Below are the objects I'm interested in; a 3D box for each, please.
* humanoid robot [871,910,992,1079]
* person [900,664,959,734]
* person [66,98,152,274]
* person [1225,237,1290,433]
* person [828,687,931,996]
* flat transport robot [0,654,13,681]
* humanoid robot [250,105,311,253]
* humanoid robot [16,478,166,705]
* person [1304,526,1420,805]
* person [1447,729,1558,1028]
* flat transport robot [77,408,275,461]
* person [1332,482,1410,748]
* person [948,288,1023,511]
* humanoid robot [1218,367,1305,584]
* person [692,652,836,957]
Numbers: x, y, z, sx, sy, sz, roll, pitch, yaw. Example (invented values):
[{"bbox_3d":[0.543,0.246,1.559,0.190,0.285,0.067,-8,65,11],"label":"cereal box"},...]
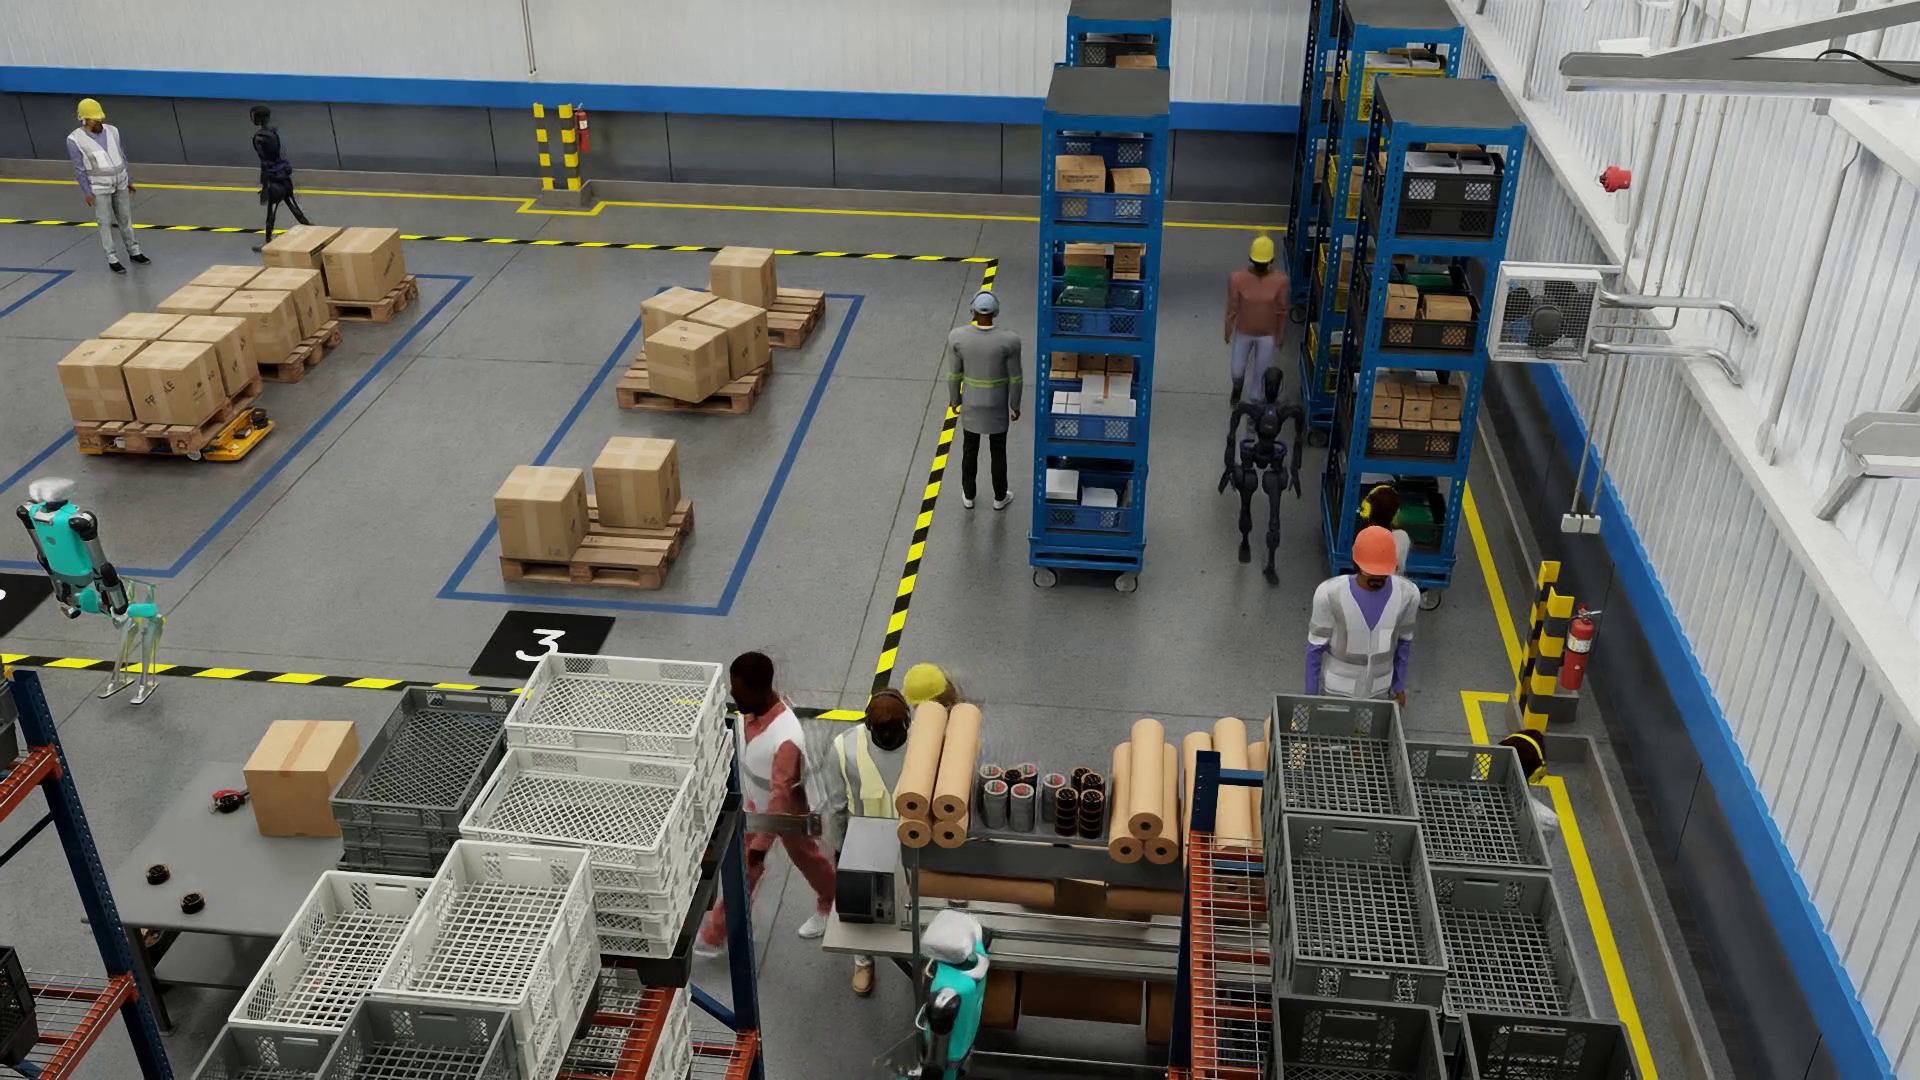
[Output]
[{"bbox_3d":[-0.253,2.310,7.271,0.763,1.800,0.530,10,32,17],"label":"humanoid robot"},{"bbox_3d":[0.002,1.362,8.905,0.776,1.703,0.508,-9,31,-14],"label":"person"},{"bbox_3d":[-8.990,-3.744,17.549,0.404,1.832,0.588,16,34,26],"label":"person"},{"bbox_3d":[2.530,-1.786,14.271,0.522,1.753,0.441,5,31,8],"label":"person"},{"bbox_3d":[-0.351,1.534,8.475,0.625,1.843,0.429,-3,30,-6],"label":"person"},{"bbox_3d":[-7.142,0.969,11.010,1.431,0.231,0.659,3,30,6],"label":"flat transport robot"},{"bbox_3d":[-7.421,-3.918,18.052,0.794,1.623,0.587,-2,30,-3],"label":"humanoid robot"},{"bbox_3d":[-5.439,0.251,10.646,0.533,1.681,0.735,9,31,16],"label":"humanoid robot"},{"bbox_3d":[2.270,0.817,9.509,0.613,2.042,0.374,-2,30,-4],"label":"person"},{"bbox_3d":[2.616,1.708,8.147,0.517,1.873,0.332,22,37,33],"label":"person"},{"bbox_3d":[-6.728,-0.944,14.268,1.431,0.197,0.652,3,30,6],"label":"flat transport robot"},{"bbox_3d":[2.545,0.539,10.193,0.529,1.829,0.590,-18,35,-28],"label":"person"},{"bbox_3d":[0.201,-1.092,12.975,0.588,1.852,0.369,5,31,8],"label":"person"},{"bbox_3d":[2.204,-0.493,12.136,0.608,1.632,0.648,2,30,4],"label":"humanoid robot"},{"bbox_3d":[-1.050,1.416,8.651,1.009,1.861,0.596,-19,35,-29],"label":"person"}]
